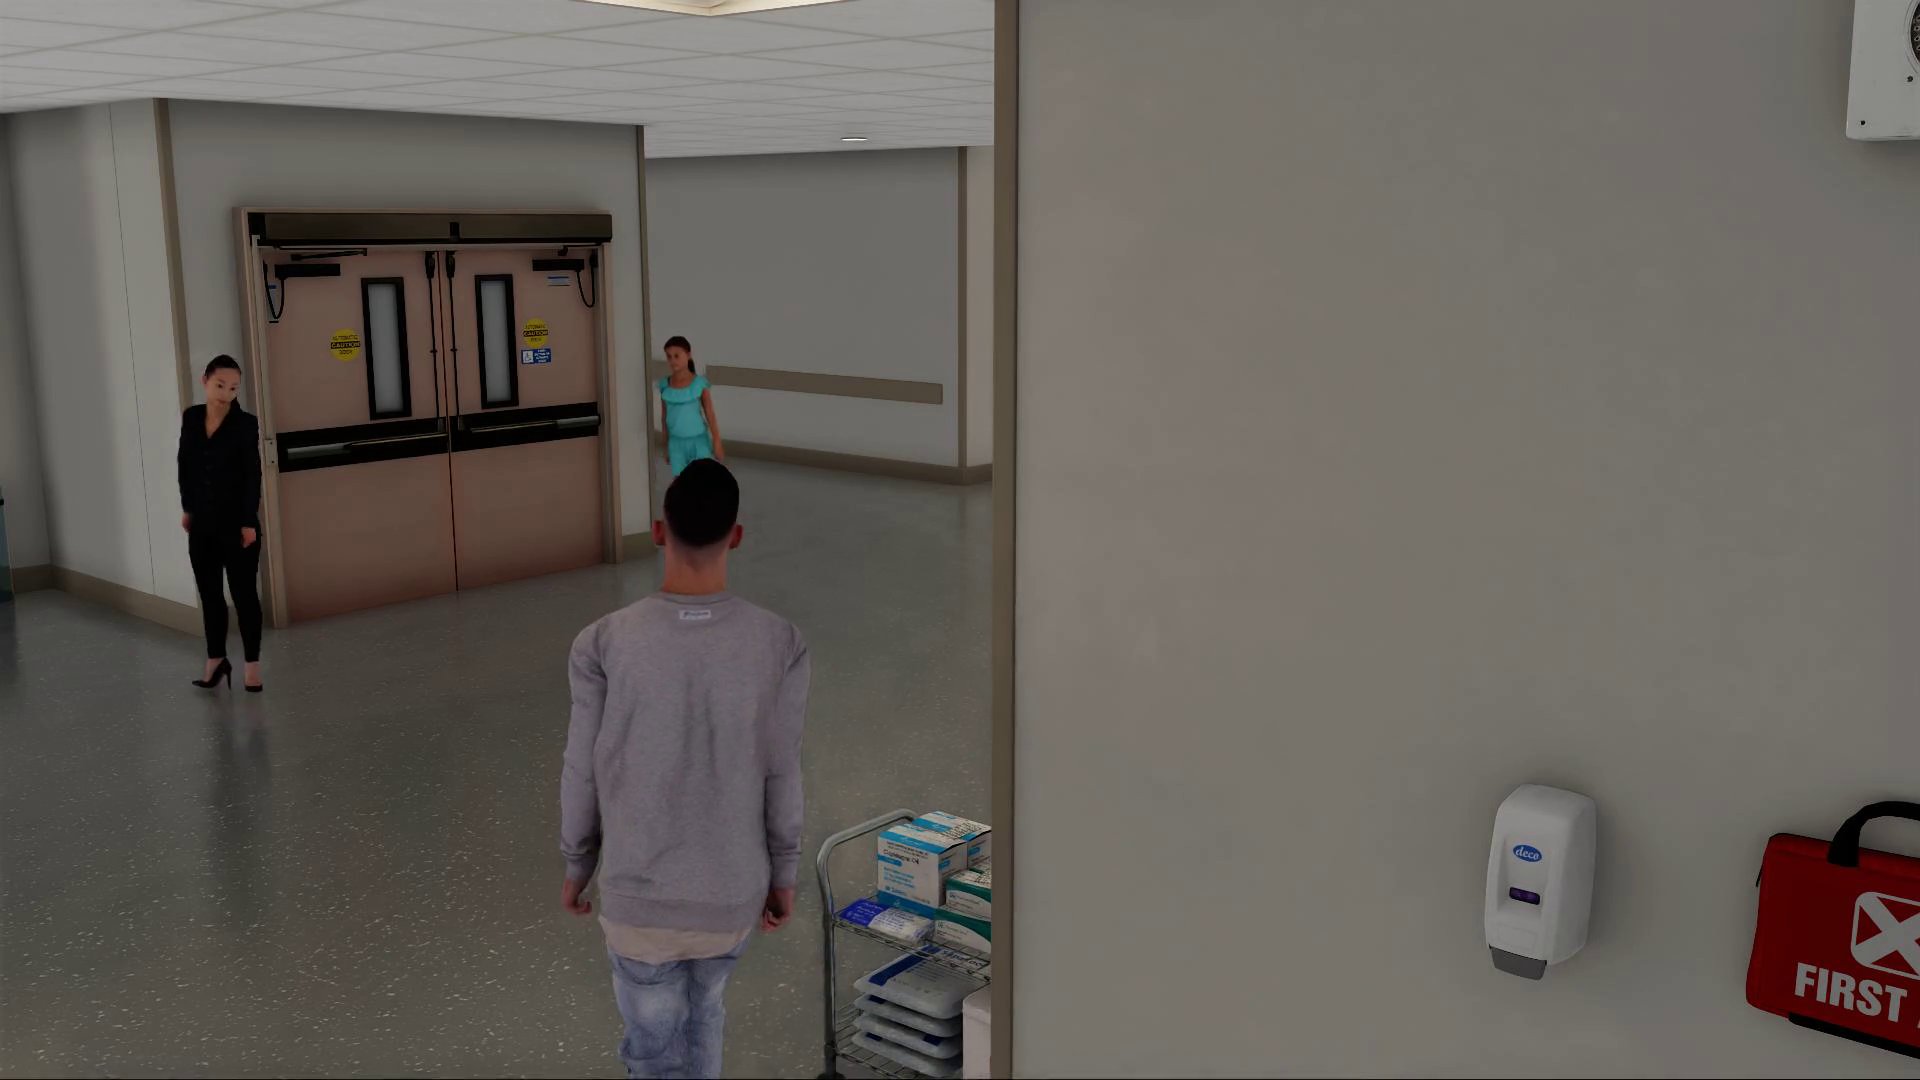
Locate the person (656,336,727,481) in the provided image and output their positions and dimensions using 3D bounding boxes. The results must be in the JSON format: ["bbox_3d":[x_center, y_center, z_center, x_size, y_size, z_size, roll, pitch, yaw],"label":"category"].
[{"bbox_3d":[-1.910,-0.662,11.850,1.032,1.511,1.178,0,11,2],"label":"person"}]

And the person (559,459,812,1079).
[{"bbox_3d":[-0.571,0.767,3.541,1.204,1.800,1.085,-5,12,-25],"label":"person"}]

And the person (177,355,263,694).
[{"bbox_3d":[-3.681,-0.069,8.223,0.726,1.698,0.680,5,12,24],"label":"person"}]
